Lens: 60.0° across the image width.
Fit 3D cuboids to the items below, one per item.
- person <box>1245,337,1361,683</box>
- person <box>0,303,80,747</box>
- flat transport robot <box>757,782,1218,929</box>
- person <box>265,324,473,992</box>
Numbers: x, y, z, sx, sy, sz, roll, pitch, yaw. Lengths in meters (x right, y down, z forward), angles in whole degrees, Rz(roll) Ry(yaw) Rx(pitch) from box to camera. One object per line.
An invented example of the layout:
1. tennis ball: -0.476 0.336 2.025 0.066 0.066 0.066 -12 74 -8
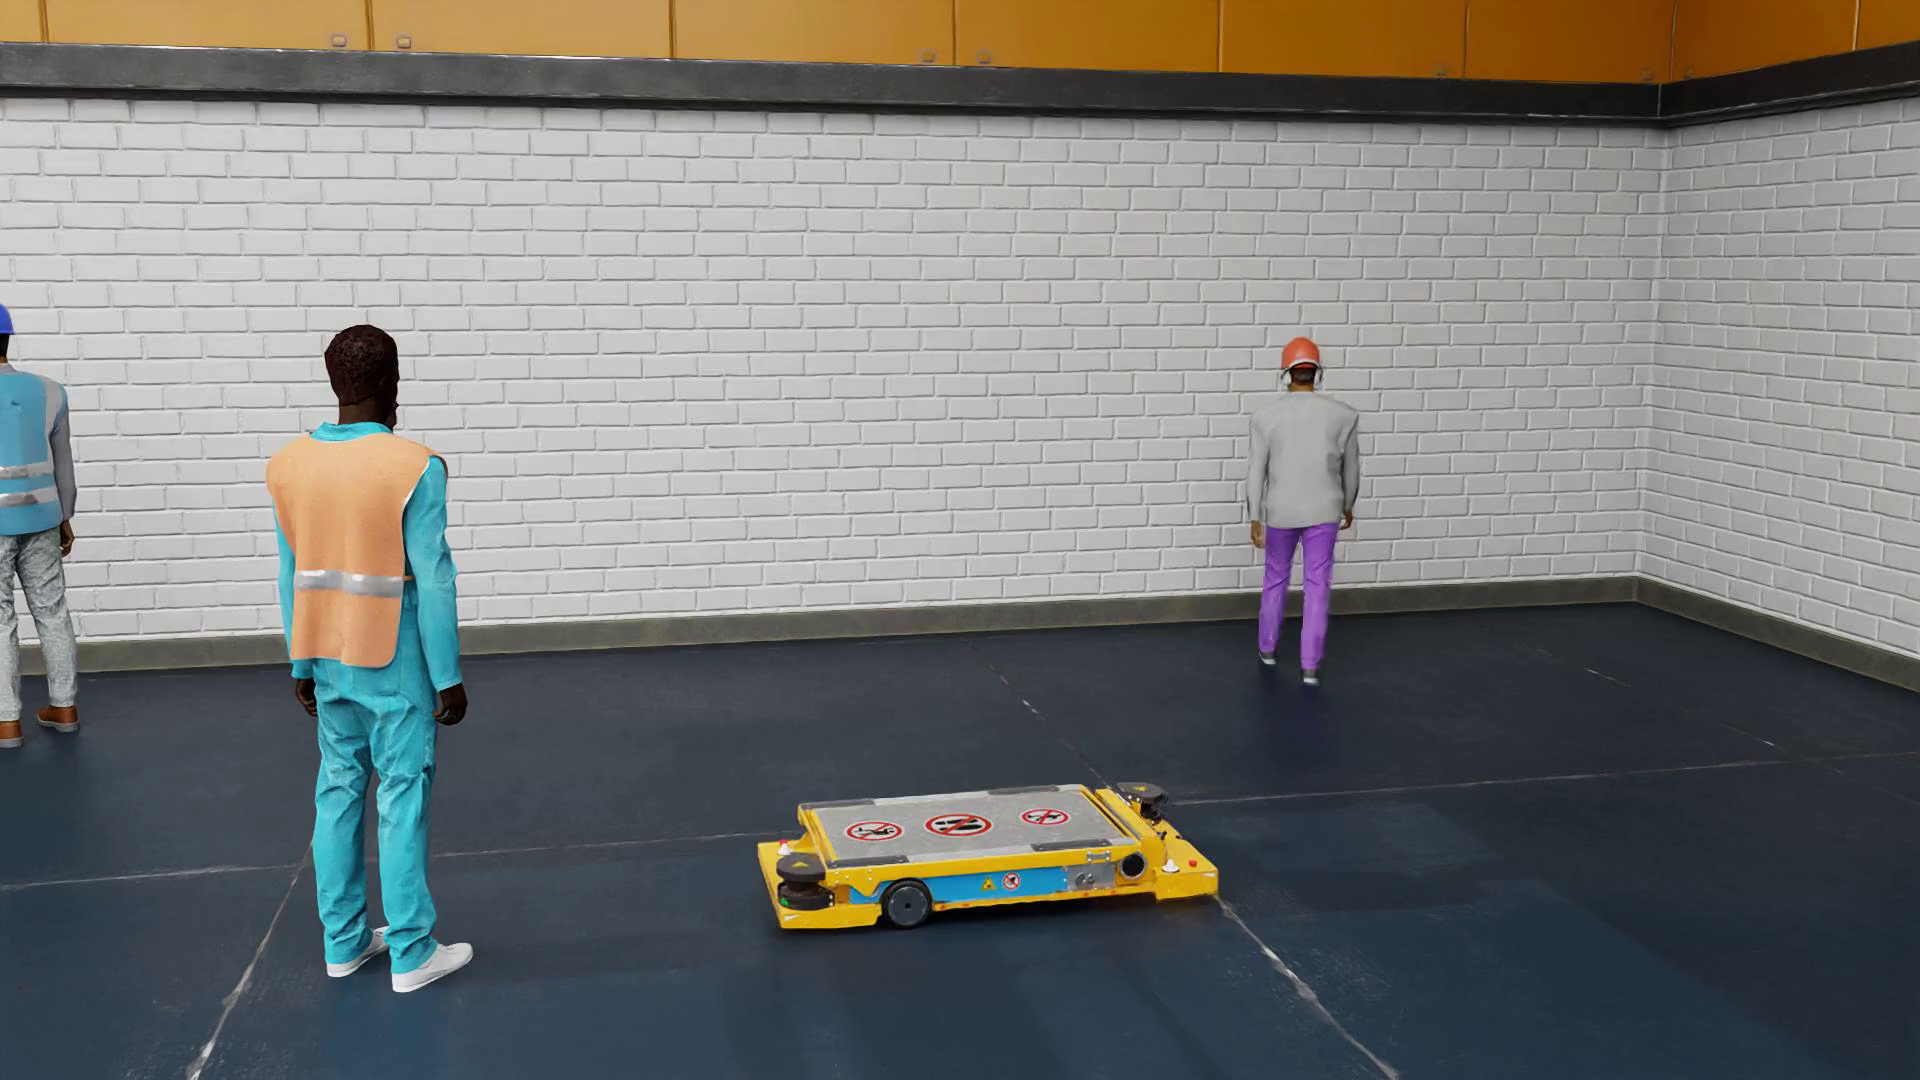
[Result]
1. person: 1.737 -0.167 8.463 0.581 1.716 0.713 1 9 8
2. person: -4.151 -0.078 7.237 0.400 1.944 0.618 5 11 28
3. flat transport robot: 0.073 1.033 5.558 1.431 0.197 0.652 -2 10 -13
4. person: -1.696 0.346 4.775 0.587 1.911 0.397 4 10 21
